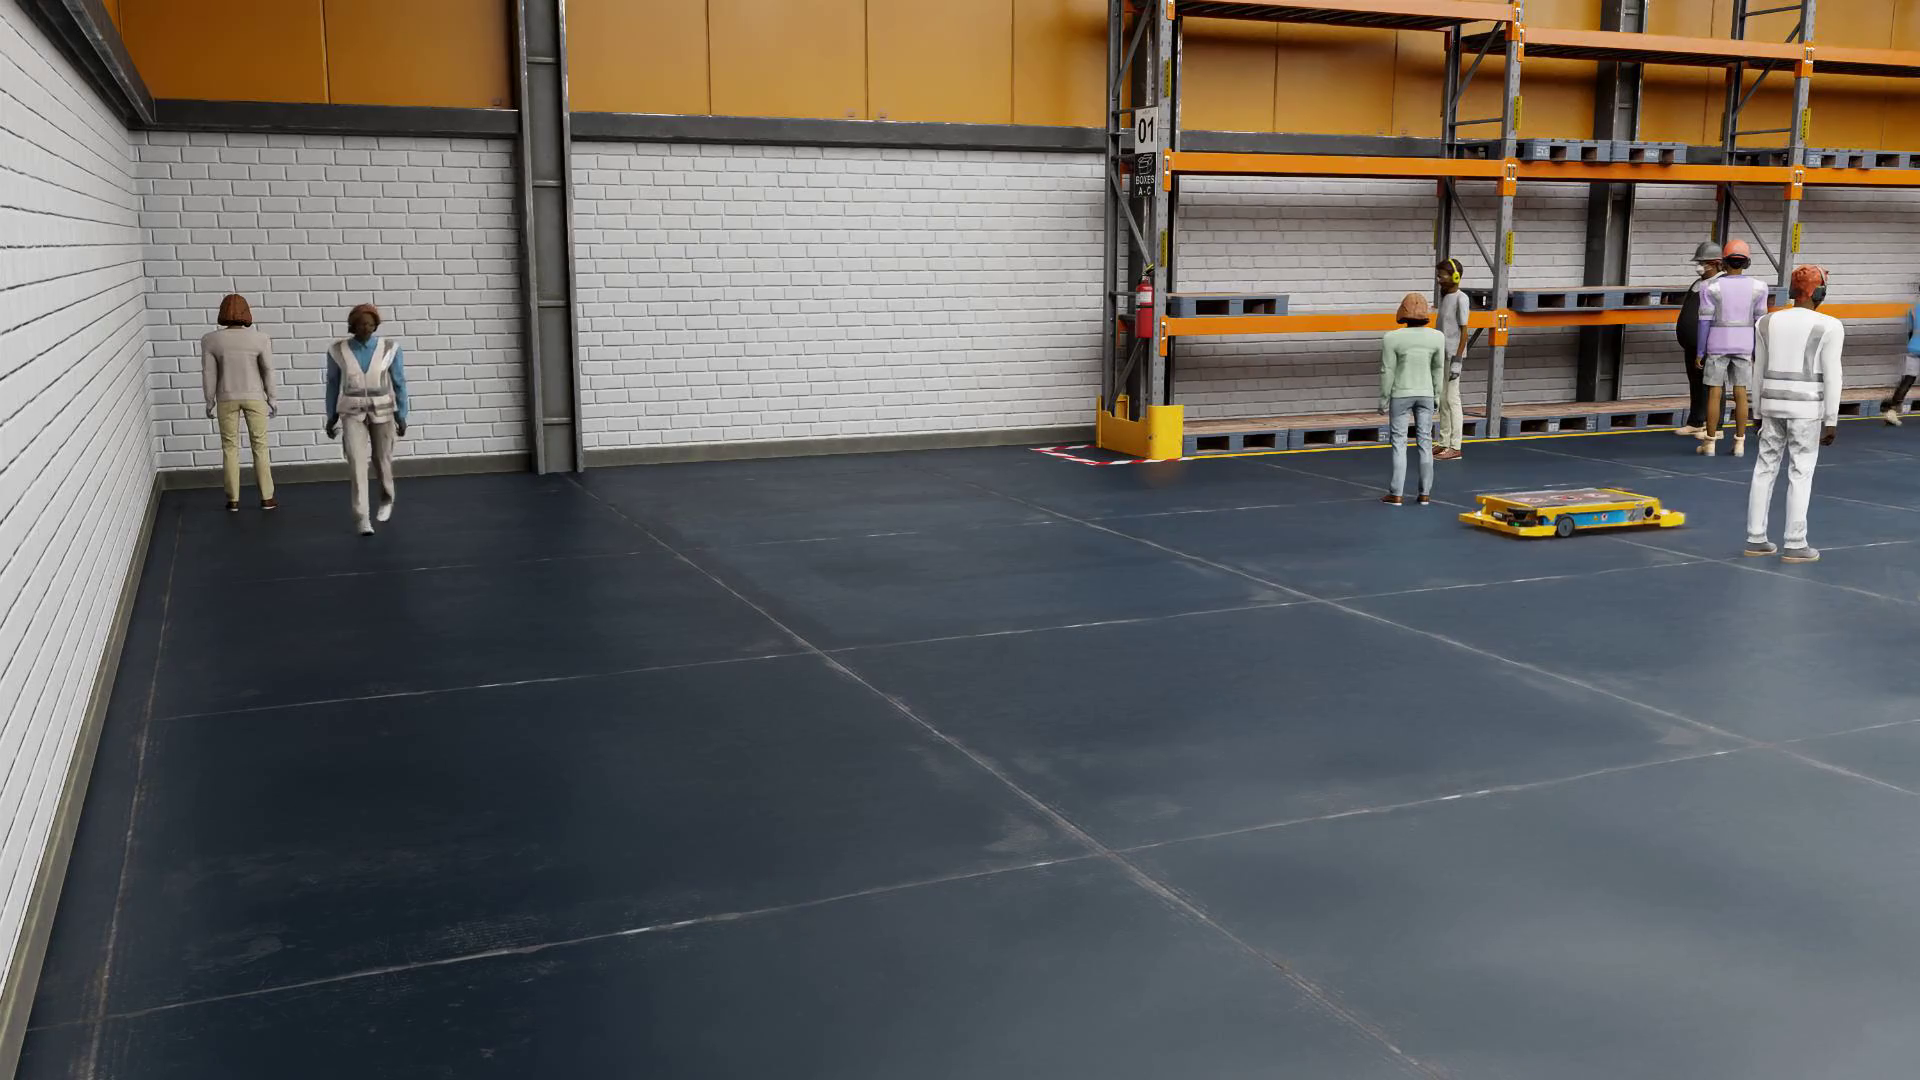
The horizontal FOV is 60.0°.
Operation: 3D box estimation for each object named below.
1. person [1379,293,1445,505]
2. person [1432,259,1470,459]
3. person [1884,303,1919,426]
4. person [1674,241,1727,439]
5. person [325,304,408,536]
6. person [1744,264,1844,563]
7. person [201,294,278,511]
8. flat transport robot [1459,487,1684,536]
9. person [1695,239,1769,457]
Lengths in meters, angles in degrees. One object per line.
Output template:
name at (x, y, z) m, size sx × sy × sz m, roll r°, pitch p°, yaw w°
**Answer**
person at (3.467, -1.077, 12.797) m, size 0.497 × 1.633 × 0.285 m, roll -1°, pitch 10°, yaw -6°
person at (4.548, -1.681, 15.521) m, size 0.329 × 1.865 × 0.510 m, roll -1°, pitch 10°, yaw -6°
person at (10.535, -2.055, 18.195) m, size 0.869 × 1.659 × 0.542 m, roll -4°, pitch 11°, yaw -22°
person at (7.675, -2.068, 17.182) m, size 0.536 × 2.000 × 0.683 m, roll -1°, pitch 10°, yaw -6°
person at (-4.182, -0.864, 11.725) m, size 0.559 × 1.592 × 0.855 m, roll -4°, pitch 11°, yaw -20°
person at (5.285, -0.795, 10.547) m, size 0.338 × 1.882 × 0.575 m, roll -7°, pitch 12°, yaw -34°
person at (-5.421, -1.032, 12.541) m, size 0.509 × 1.632 × 0.265 m, roll -3°, pitch 11°, yaw -19°
flat transport robot at (4.325, -0.210, 11.760) m, size 1.431 × 0.197 × 0.652 m, roll -4°, pitch 11°, yaw -21°
person at (7.252, -1.803, 15.696) m, size 0.608 × 2.044 × 0.372 m, roll 2°, pitch 10°, yaw 9°
